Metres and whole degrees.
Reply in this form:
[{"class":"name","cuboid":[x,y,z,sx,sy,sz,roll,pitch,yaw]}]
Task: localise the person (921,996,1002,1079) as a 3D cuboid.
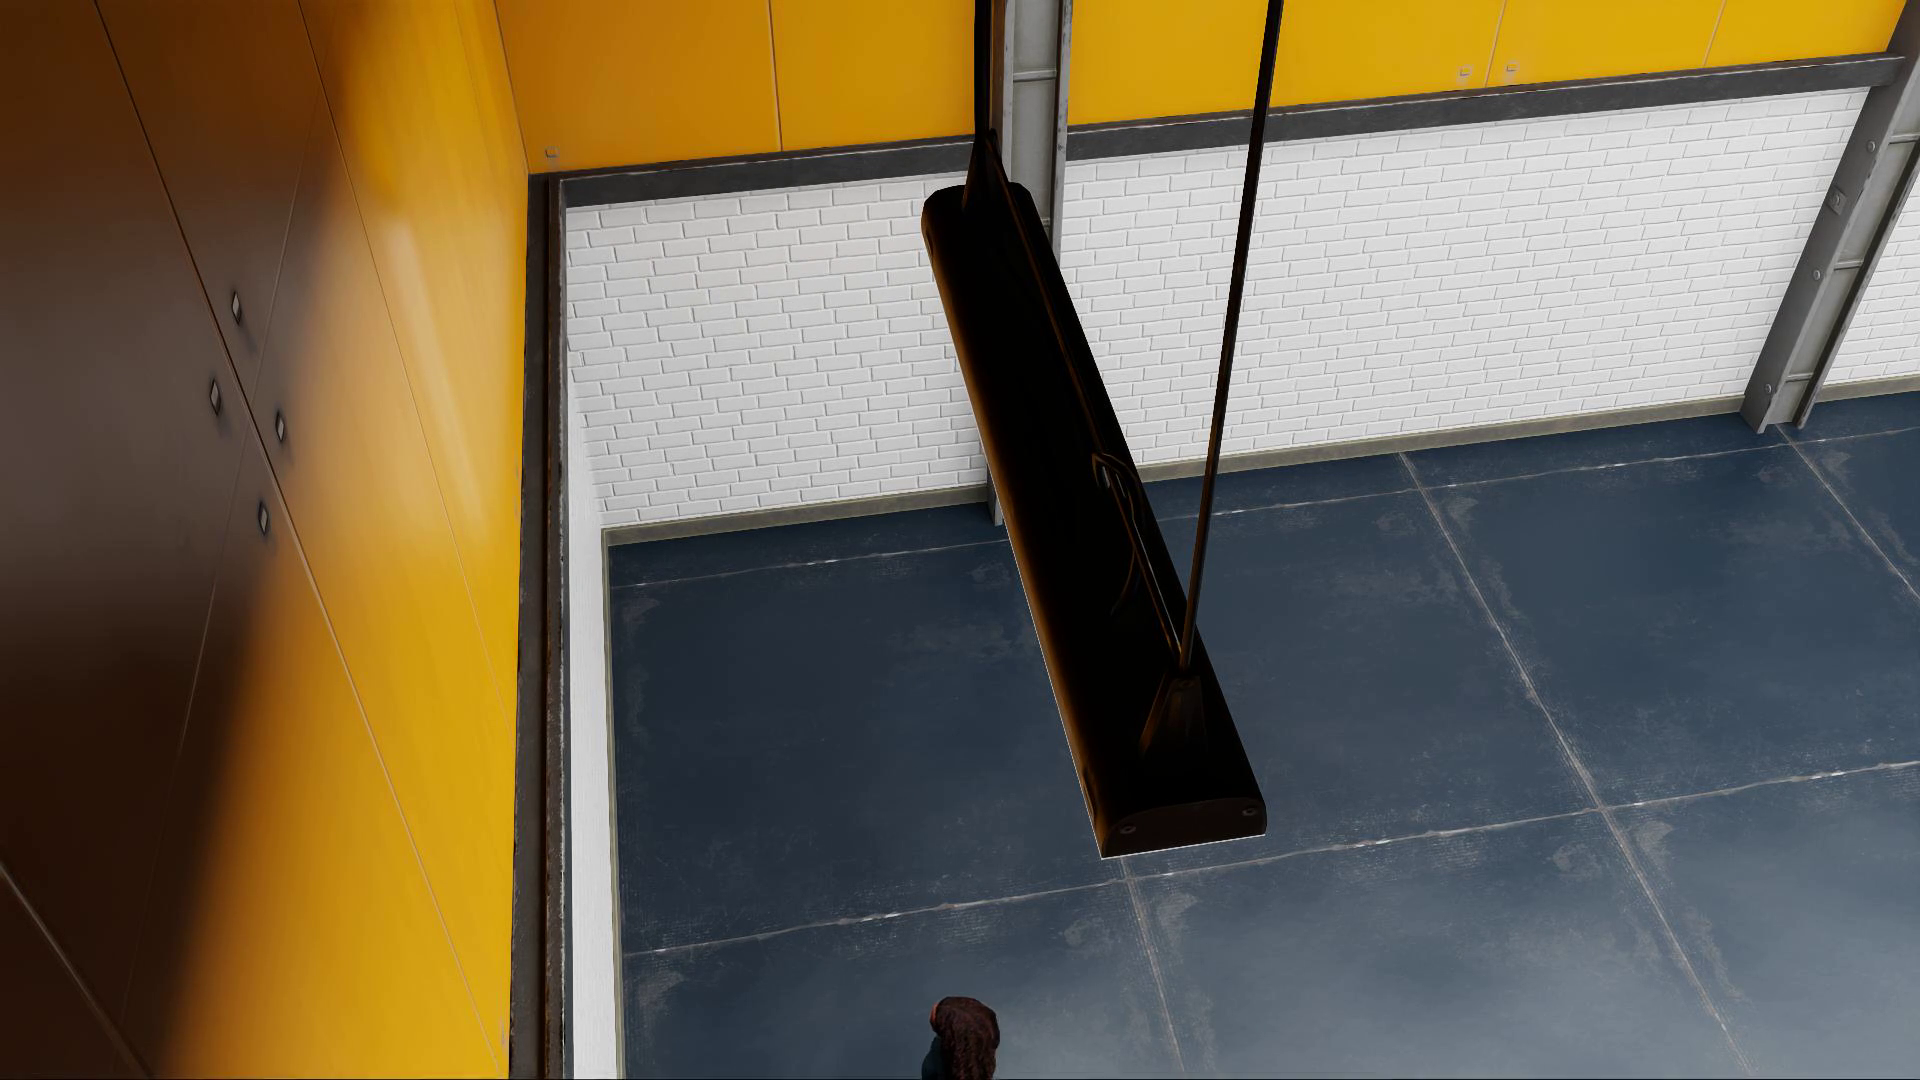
[{"class":"person","cuboid":[0.026,2.698,7.984,0.946,1.604,0.850,18,47,18]}]
